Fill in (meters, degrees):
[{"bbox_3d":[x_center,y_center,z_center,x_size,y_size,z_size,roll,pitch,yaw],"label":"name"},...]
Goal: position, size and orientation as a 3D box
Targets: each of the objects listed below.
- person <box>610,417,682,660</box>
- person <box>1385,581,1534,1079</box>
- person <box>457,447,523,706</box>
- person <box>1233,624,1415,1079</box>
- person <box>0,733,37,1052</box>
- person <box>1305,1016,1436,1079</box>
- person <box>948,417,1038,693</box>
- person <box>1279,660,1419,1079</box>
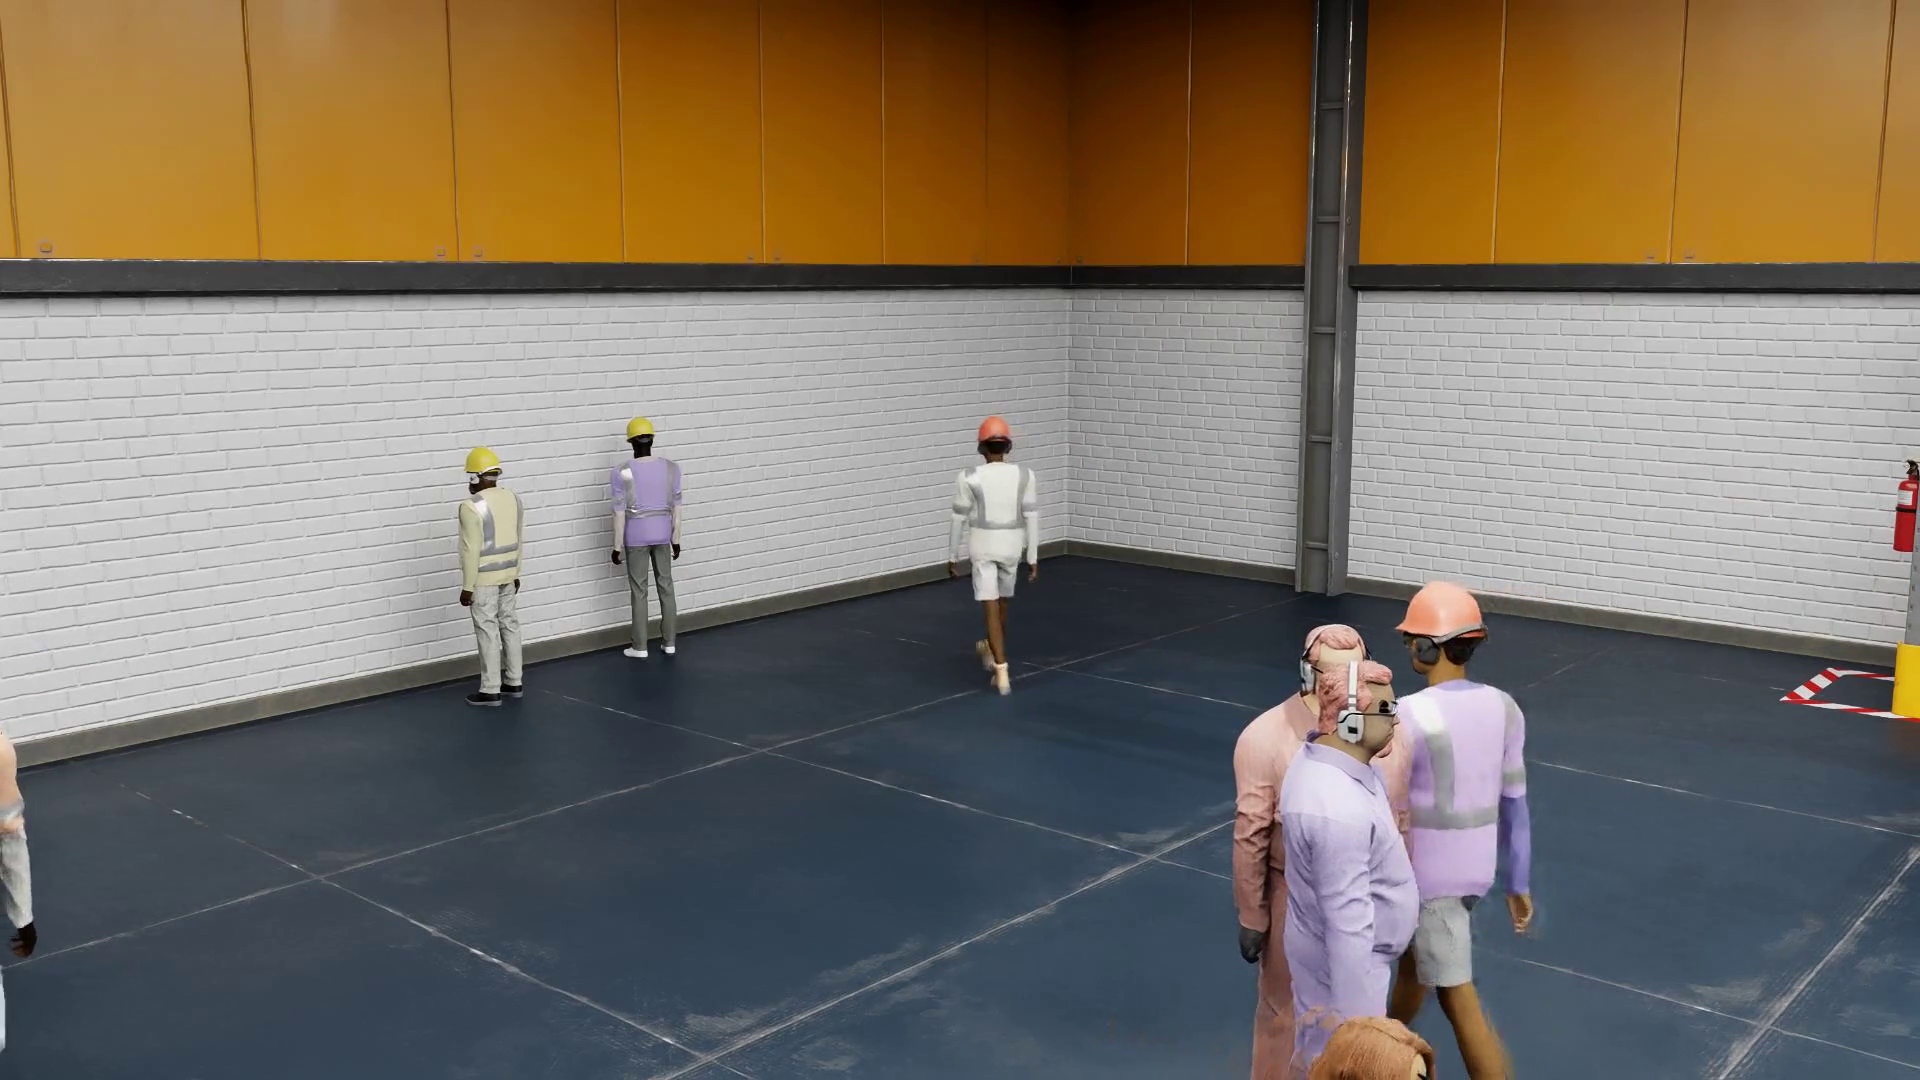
[{"bbox_3d":[-2.487,-0.012,13.178,0.585,1.918,0.377,-6,11,-32],"label":"person"},{"bbox_3d":[1.660,1.139,5.778,0.614,1.985,1.083,-6,11,-35],"label":"person"},{"bbox_3d":[-3.334,0.255,11.771,0.404,1.829,0.600,4,10,23],"label":"person"},{"bbox_3d":[1.222,1.215,5.509,0.653,1.906,0.408,-2,9,-15],"label":"person"},{"bbox_3d":[-3.366,1.232,5.413,0.592,1.904,0.612,9,13,44],"label":"person"},{"bbox_3d":[0.800,1.721,3.331,0.875,1.588,0.514,7,12,38],"label":"person"},{"bbox_3d":[0.230,0.082,12.365,0.632,1.985,1.034,-2,9,-15],"label":"person"},{"bbox_3d":[1.165,1.294,5.010,0.409,1.907,0.651,1,9,4],"label":"person"}]
